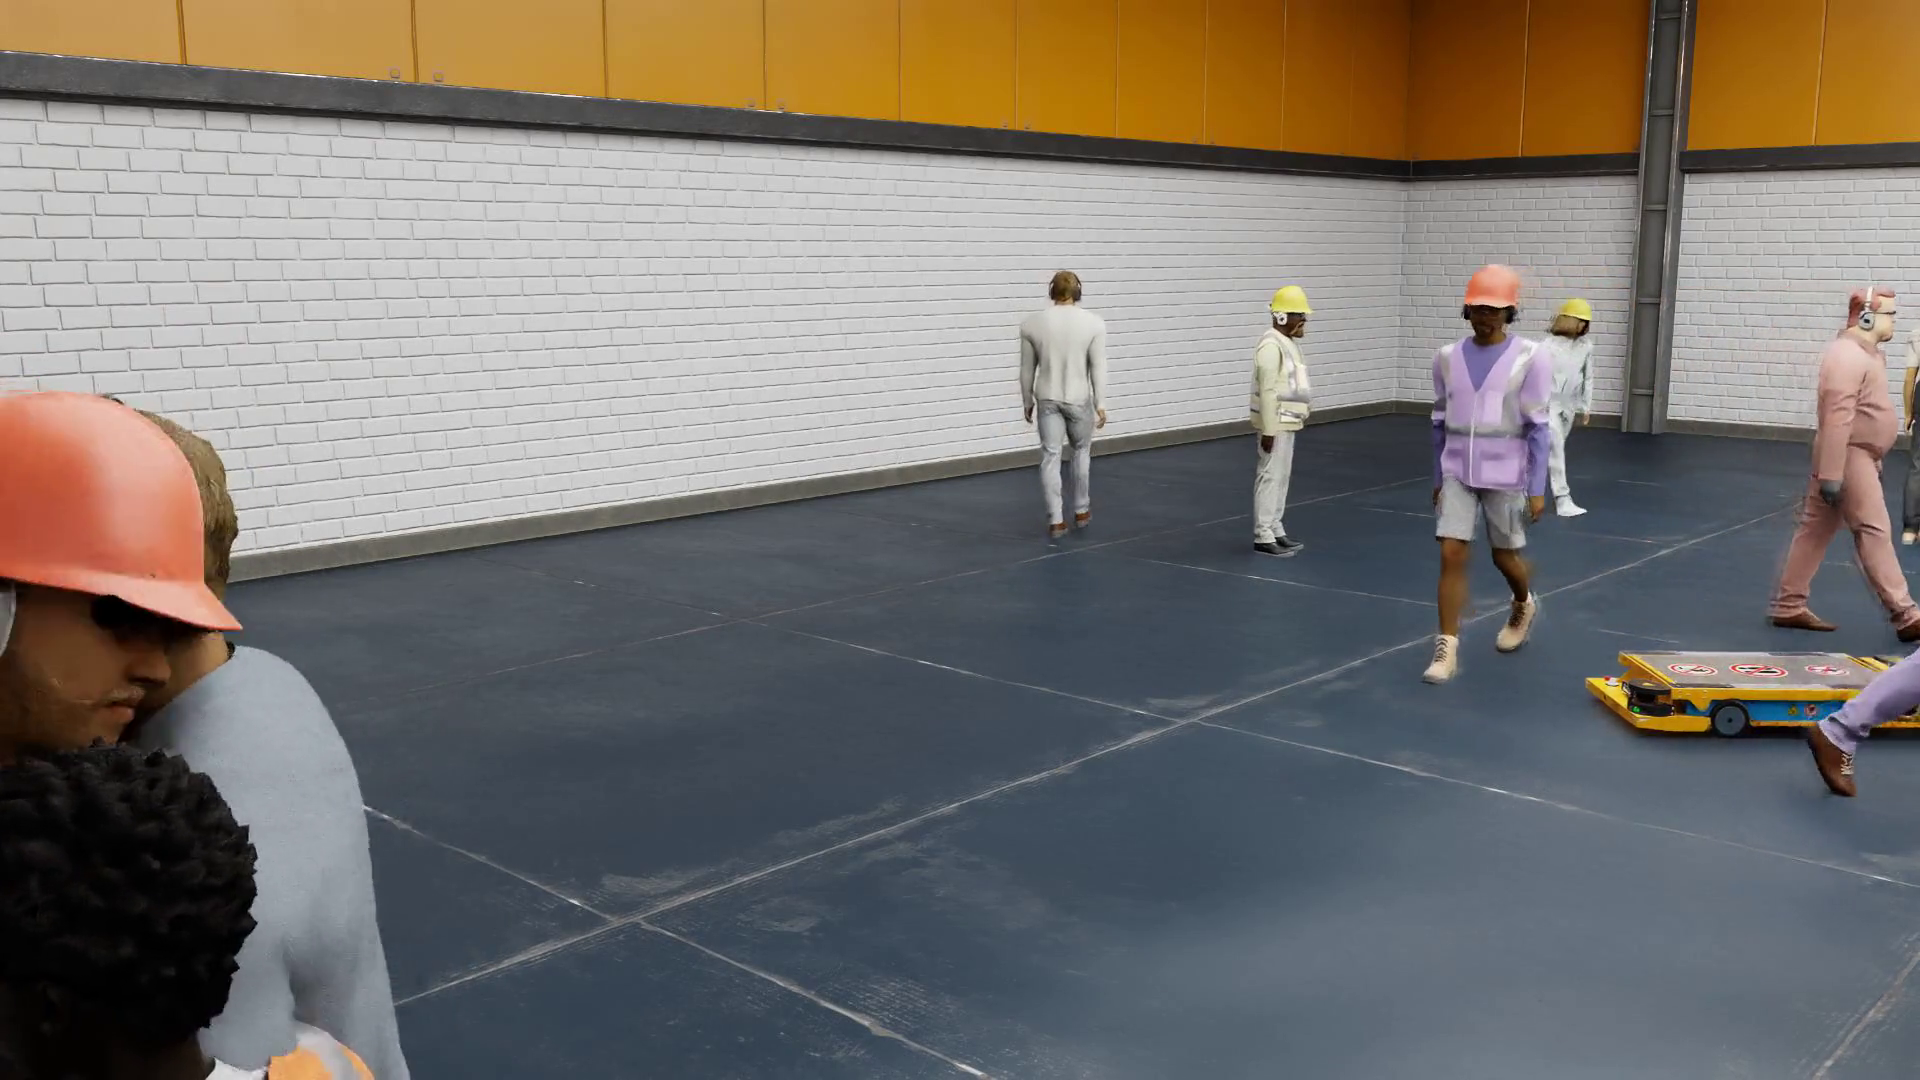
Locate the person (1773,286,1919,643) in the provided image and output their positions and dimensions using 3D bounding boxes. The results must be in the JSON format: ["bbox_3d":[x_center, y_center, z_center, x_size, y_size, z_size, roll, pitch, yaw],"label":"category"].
[{"bbox_3d":[4.847,-0.392,8.789,0.932,1.863,0.674,5,11,28],"label":"person"}]

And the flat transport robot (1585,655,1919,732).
[{"bbox_3d":[3.593,0.664,7.335,1.431,0.197,0.652,0,10,2],"label":"flat transport robot"}]

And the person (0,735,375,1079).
[{"bbox_3d":[-0.636,0.993,1.403,0.317,1.696,0.540,0,10,2],"label":"person"}]

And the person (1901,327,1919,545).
[{"bbox_3d":[6.816,-0.859,11.548,0.343,1.839,0.506,-9,13,-41],"label":"person"}]

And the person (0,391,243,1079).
[{"bbox_3d":[-0.810,0.851,1.513,0.903,1.940,0.655,7,12,35],"label":"person"}]

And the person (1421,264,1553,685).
[{"bbox_3d":[2.596,-0.339,8.118,0.614,2.012,0.965,8,13,39],"label":"person"}]

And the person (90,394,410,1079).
[{"bbox_3d":[-0.702,0.823,1.703,0.452,1.941,0.811,-4,11,-21],"label":"person"}]

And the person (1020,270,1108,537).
[{"bbox_3d":[0.776,-1.010,12.198,0.661,1.906,0.885,2,10,12],"label":"person"}]

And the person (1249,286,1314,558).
[{"bbox_3d":[2.170,-0.798,11.250,0.408,1.823,0.612,4,11,23],"label":"person"}]

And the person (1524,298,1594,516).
[{"bbox_3d":[4.692,-1.061,13.126,0.524,1.690,0.910,-3,10,-17],"label":"person"}]

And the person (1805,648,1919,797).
[{"bbox_3d":[3.709,0.086,6.124,0.932,1.864,0.668,7,12,33],"label":"person"}]
